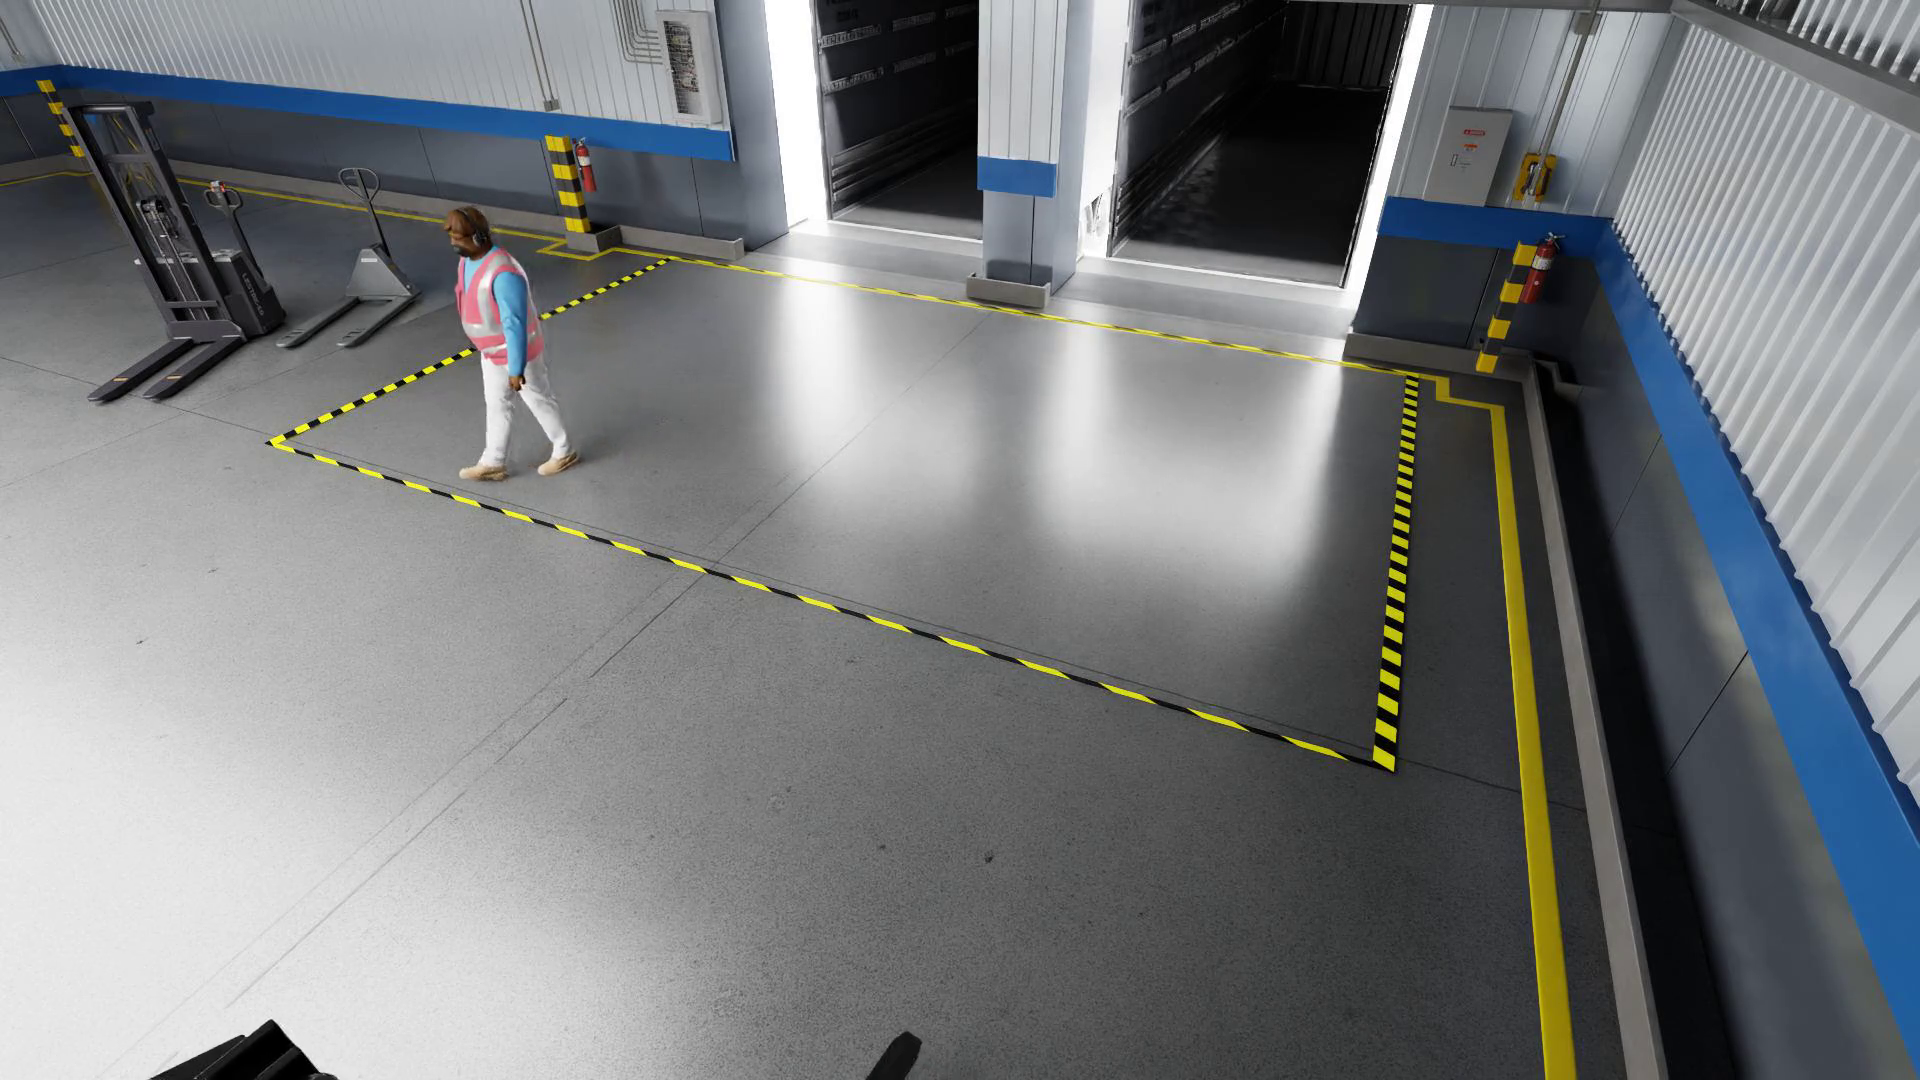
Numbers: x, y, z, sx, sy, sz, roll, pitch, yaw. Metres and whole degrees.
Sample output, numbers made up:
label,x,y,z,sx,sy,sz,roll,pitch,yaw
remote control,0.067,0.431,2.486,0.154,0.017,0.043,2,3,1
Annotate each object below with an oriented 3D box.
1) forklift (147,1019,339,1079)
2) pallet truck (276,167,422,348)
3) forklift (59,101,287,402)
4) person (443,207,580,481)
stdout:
label,x,y,z,sx,sy,sz,roll,pitch,yaw
forklift,-1.213,2.079,0.736,1.157,2.036,2.680,20,40,27
pallet truck,-5.732,-2.611,8.414,0.680,1.201,1.601,-1,35,-1
forklift,-6.686,-2.387,7.434,0.823,1.965,1.885,-3,35,-5
person,-2.987,-1.159,5.826,0.657,1.820,0.739,27,43,33
